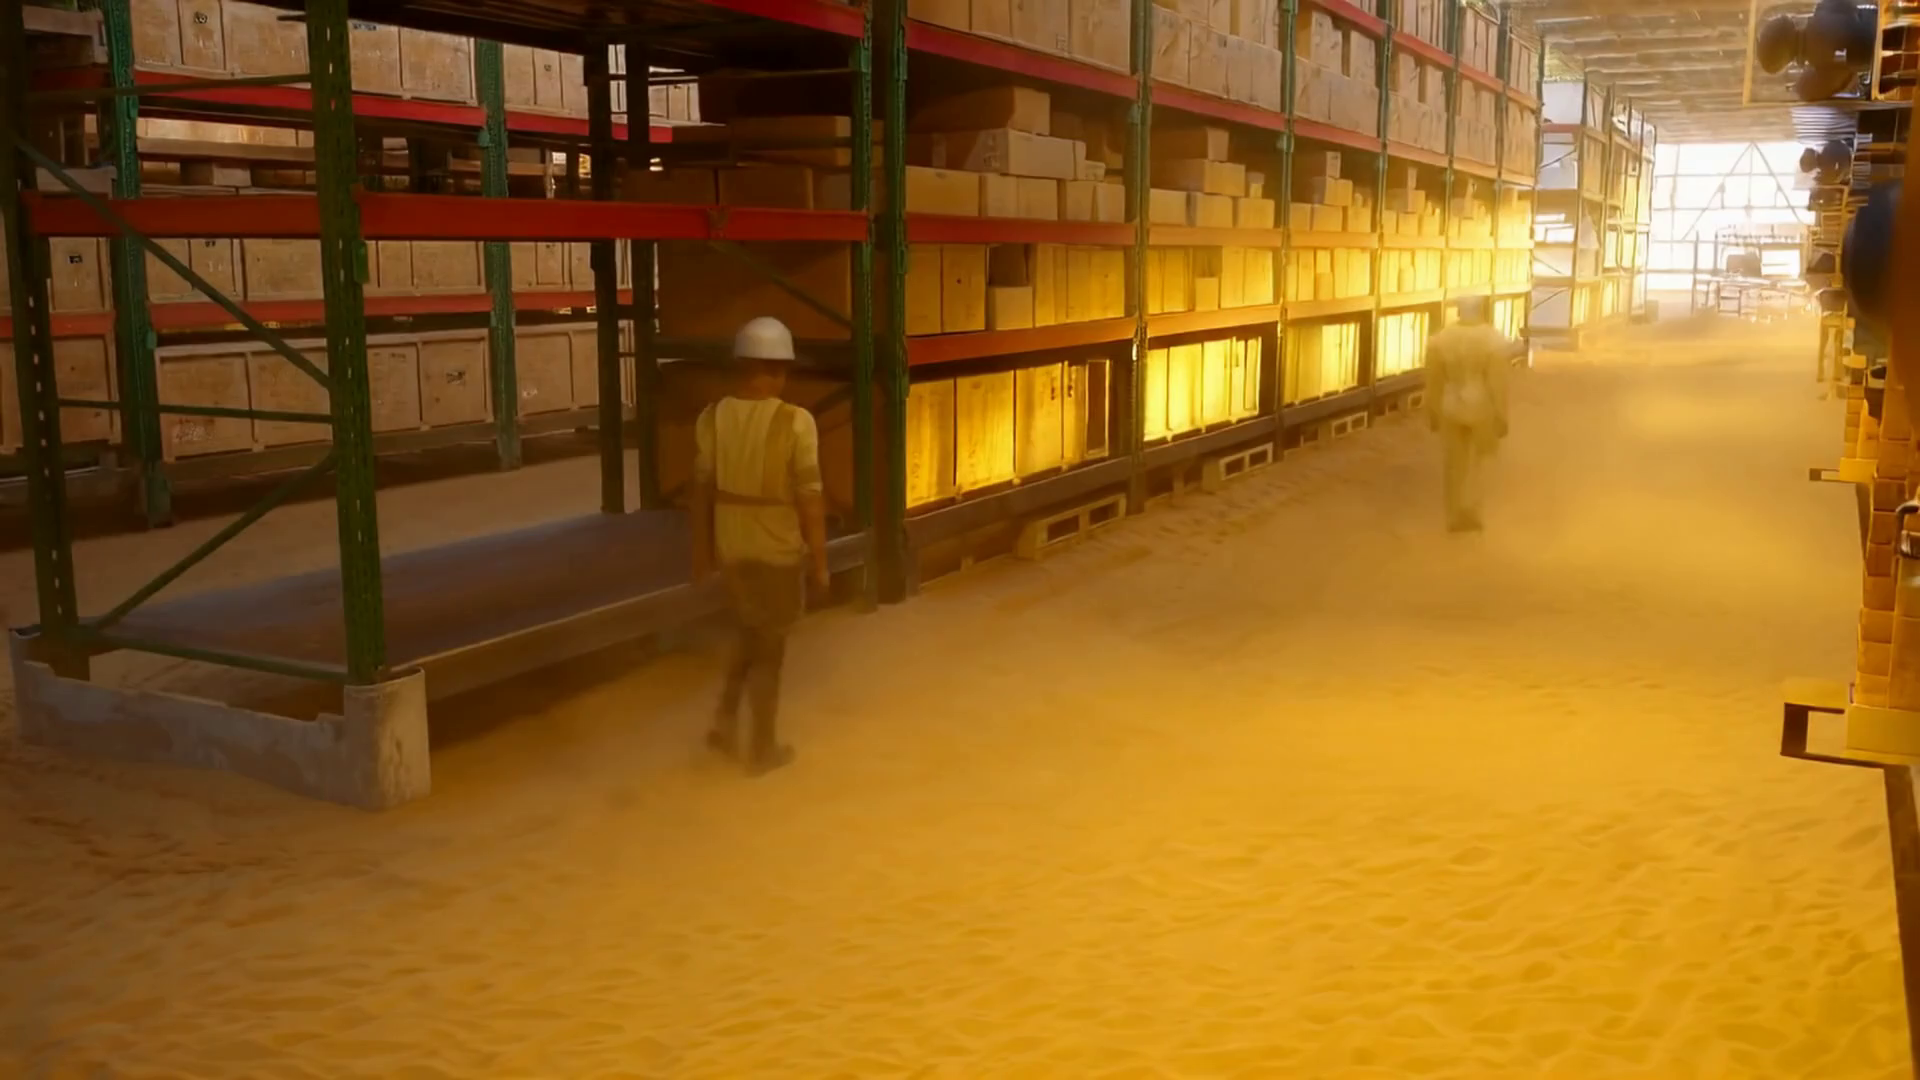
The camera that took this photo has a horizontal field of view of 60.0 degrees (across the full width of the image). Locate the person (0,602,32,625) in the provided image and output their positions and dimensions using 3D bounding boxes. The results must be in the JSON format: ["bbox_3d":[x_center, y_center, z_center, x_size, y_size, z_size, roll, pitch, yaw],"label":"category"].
[{"bbox_3d":[-5.998,-0.377,9.443,1.048,1.886,0.644,-3,10,-19],"label":"person"}]

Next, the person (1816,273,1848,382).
[{"bbox_3d":[14.744,-3.582,28.101,0.563,1.838,0.388,9,13,42],"label":"person"}]

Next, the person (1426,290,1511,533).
[{"bbox_3d":[3.939,-0.985,12.896,0.676,1.891,0.432,7,12,34],"label":"person"}]

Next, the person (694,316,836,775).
[{"bbox_3d":[-0.818,0.031,6.961,0.560,1.919,0.418,5,11,29],"label":"person"}]

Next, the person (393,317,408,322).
[{"bbox_3d":[-6.831,-2.209,20.437,0.305,1.739,0.484,-3,10,-16],"label":"person"}]
